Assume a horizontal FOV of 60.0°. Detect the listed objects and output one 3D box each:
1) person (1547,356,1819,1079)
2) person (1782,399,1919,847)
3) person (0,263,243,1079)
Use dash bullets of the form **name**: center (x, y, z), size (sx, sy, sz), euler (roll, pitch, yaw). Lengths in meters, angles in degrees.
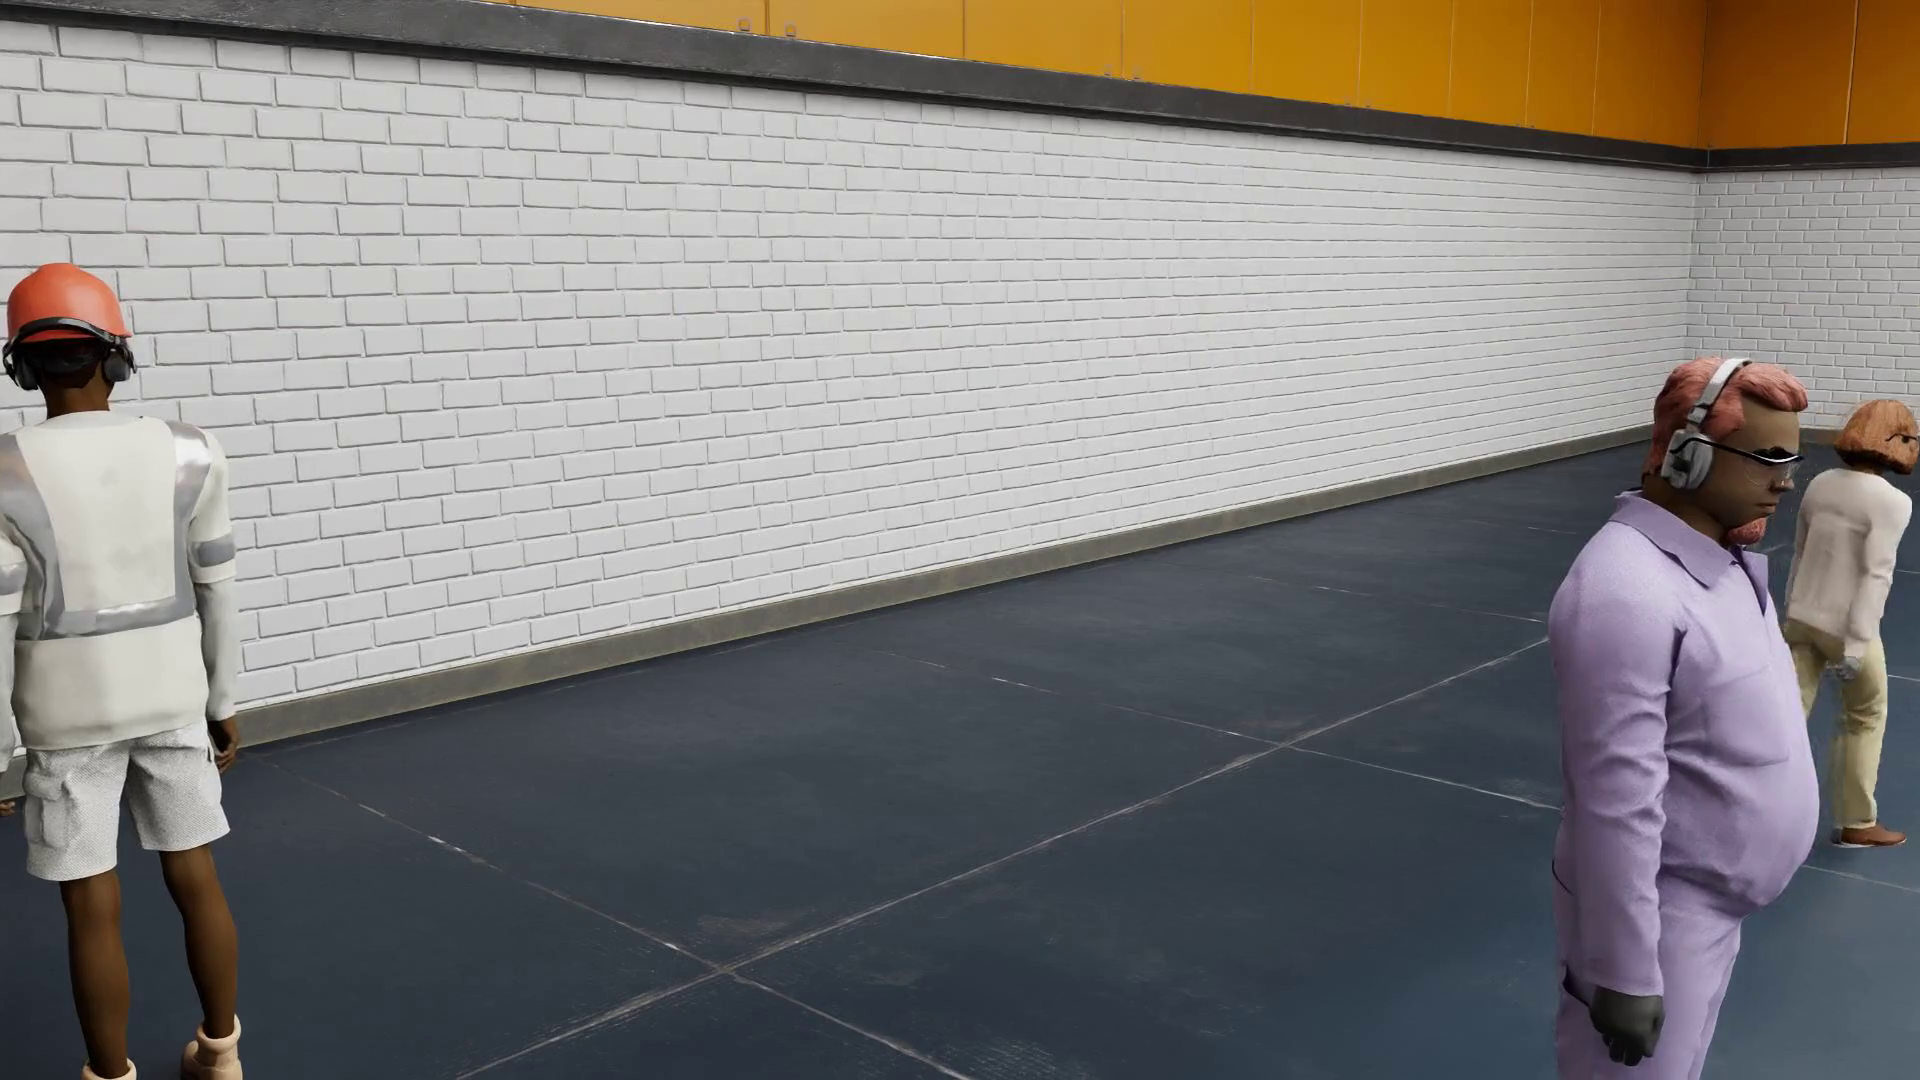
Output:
- **person**: center (1.217, 0.641, 2.834), size (0.406, 1.902, 0.639), euler (7, 12, 34)
- **person**: center (2.891, 0.305, 5.675), size (0.801, 1.587, 0.510), euler (-2, 10, -13)
- **person**: center (-1.970, 0.395, 3.834), size (0.394, 2.040, 0.609), euler (9, 13, 42)
